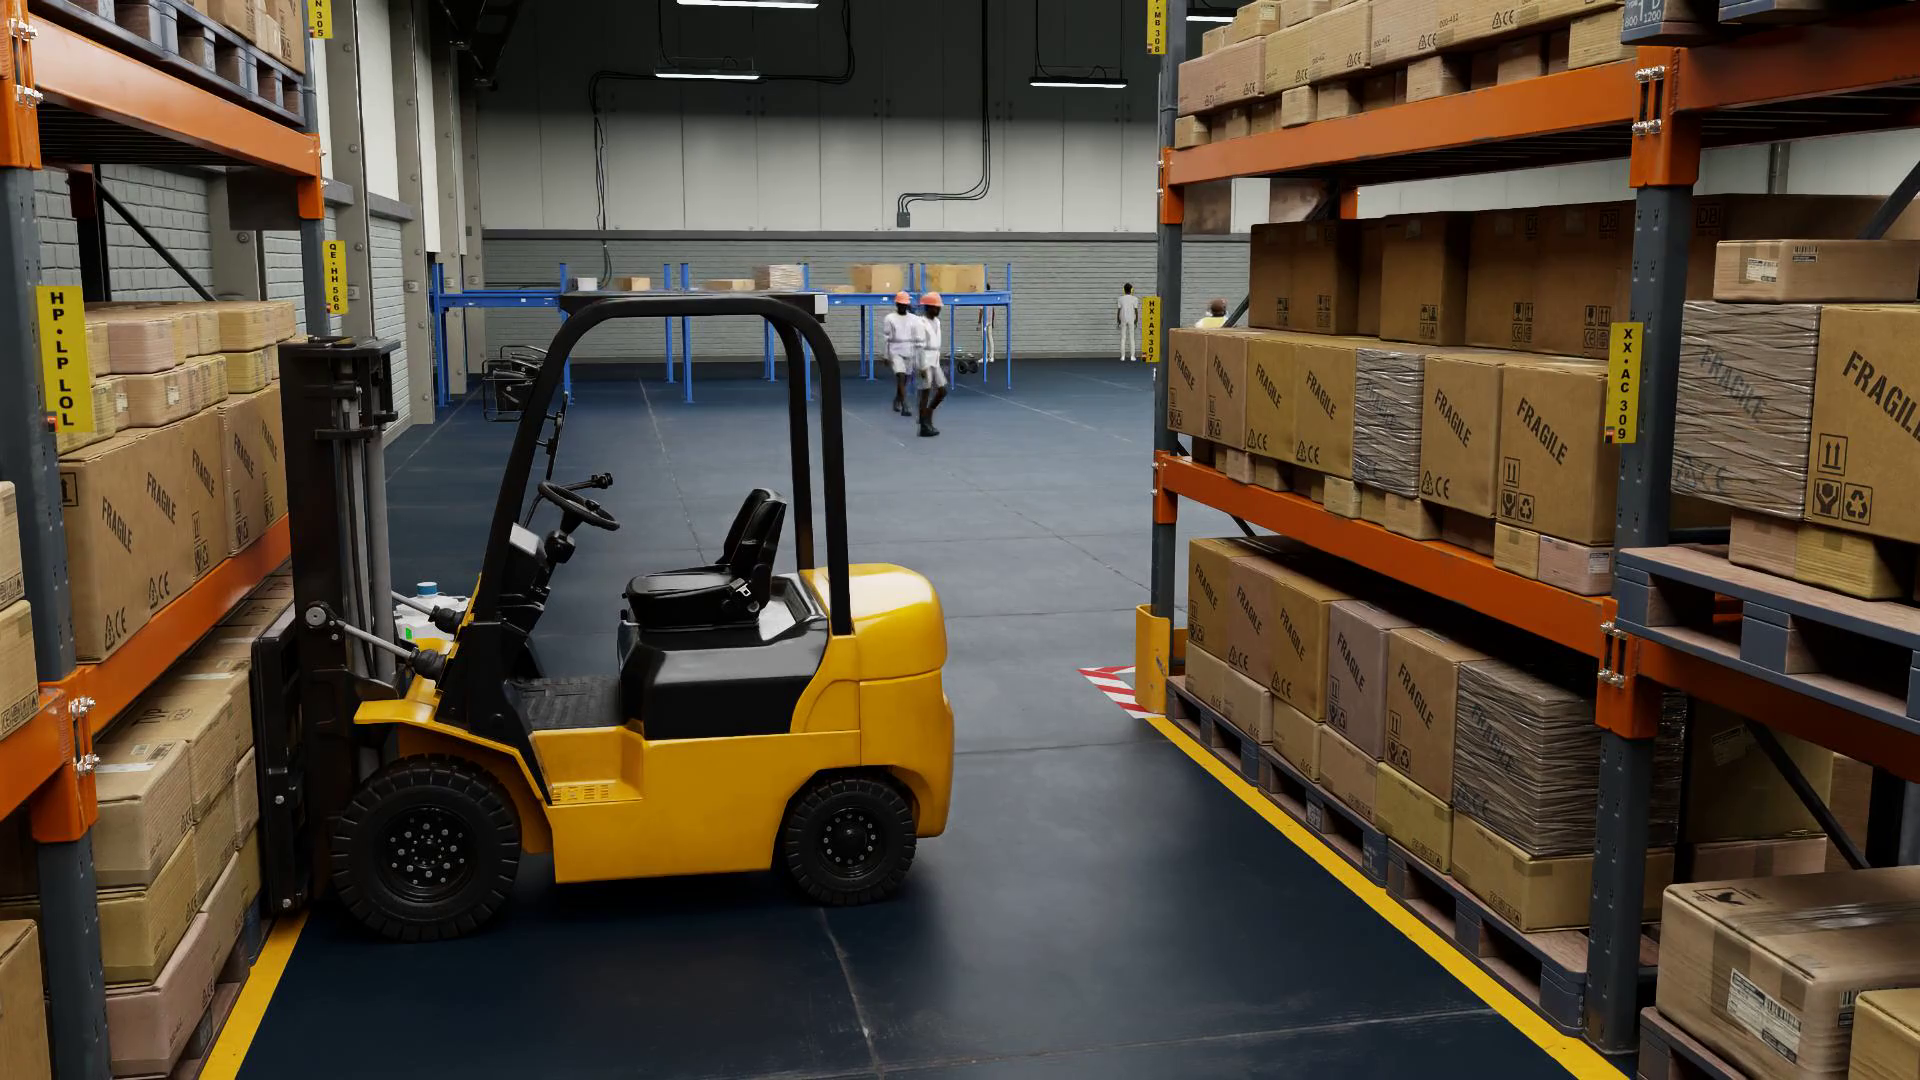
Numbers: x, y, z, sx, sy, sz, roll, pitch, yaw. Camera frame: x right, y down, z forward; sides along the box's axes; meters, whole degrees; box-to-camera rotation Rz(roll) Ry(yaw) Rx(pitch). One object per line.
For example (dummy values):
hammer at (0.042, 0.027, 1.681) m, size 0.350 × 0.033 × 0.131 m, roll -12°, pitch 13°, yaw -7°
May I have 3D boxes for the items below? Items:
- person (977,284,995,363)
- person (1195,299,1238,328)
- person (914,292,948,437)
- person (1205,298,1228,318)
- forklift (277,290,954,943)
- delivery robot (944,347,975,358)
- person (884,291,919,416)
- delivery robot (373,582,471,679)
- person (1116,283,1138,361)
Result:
person at (0.610, -5.151, 39.464) m, size 0.511 × 1.872 × 0.329 m, roll -9°, pitch 13°, yaw -43°
person at (3.531, -2.374, 22.706) m, size 0.654 × 1.806 × 0.874 m, roll 4°, pitch 10°, yaw 24°
person at (-0.391, -2.344, 22.187) m, size 0.399 × 1.920 × 0.560 m, roll 6°, pitch 11°, yaw 33°
person at (5.435, -4.356, 35.418) m, size 0.551 × 1.611 × 0.675 m, roll 0°, pitch 9°, yaw -1°
forklift at (-1.179, 0.175, 6.143) m, size 2.313 × 2.155 × 1.214 m, roll -2°, pitch 10°, yaw -12°
delivery robot at (-0.005, -4.014, 35.587) m, size 0.698 × 0.223 × 0.335 m, roll 7°, pitch 12°, yaw 36°
person at (-0.906, -2.890, 25.639) m, size 0.550 × 1.900 × 0.958 m, roll -3°, pitch 10°, yaw -17°
delivery robot at (-2.881, 0.473, 9.029) m, size 0.477 × 0.478 × 0.707 m, roll 4°, pitch 10°, yaw 22°
person at (4.046, -5.266, 40.182) m, size 0.535 × 1.864 × 0.309 m, roll 1°, pitch 9°, yaw 7°
